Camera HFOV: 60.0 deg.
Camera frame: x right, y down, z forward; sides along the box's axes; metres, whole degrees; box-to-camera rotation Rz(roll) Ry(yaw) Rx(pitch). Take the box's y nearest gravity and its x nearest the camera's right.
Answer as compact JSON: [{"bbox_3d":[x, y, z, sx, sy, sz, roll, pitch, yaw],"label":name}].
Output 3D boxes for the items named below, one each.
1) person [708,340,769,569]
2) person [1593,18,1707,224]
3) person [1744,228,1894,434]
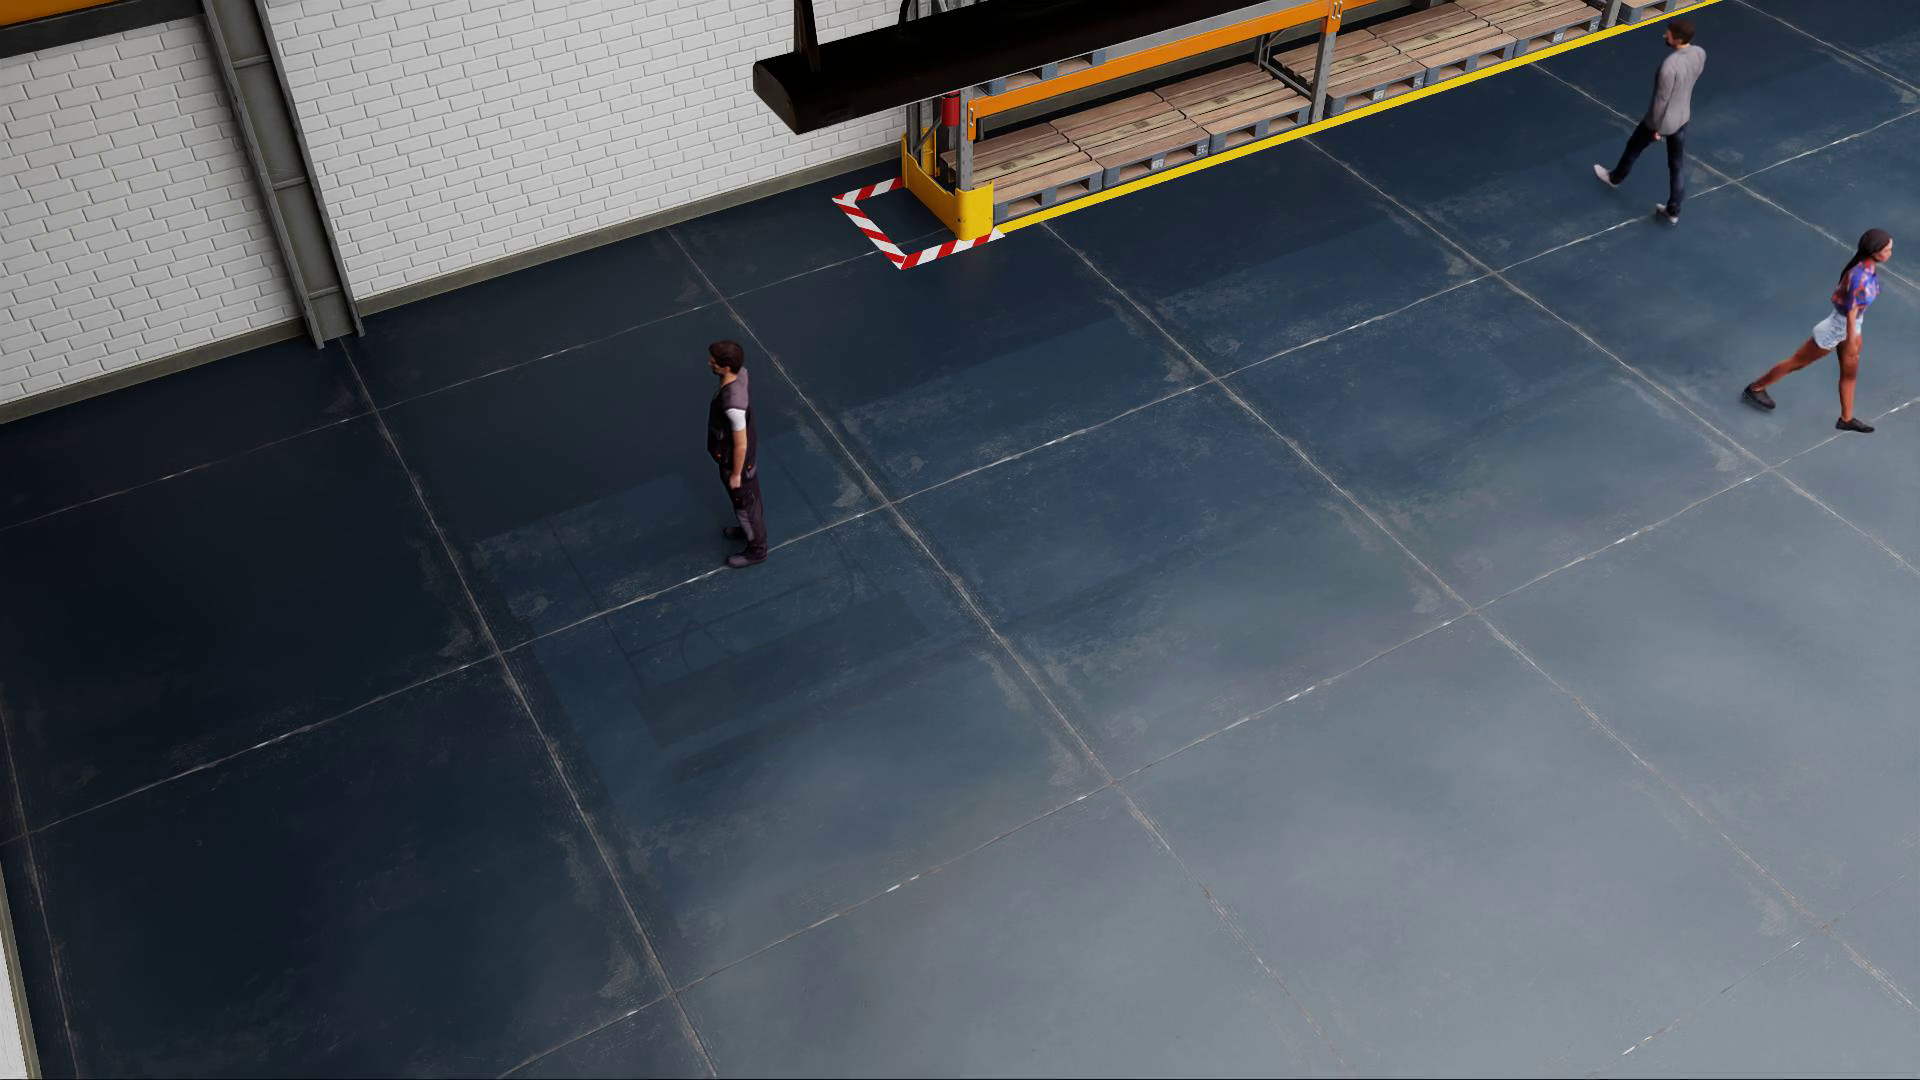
[{"bbox_3d":[-1.511,-0.606,11.370,0.701,1.849,0.724,-6,44,-6],"label":"person"},{"bbox_3d":[6.255,-3.631,14.576,1.183,1.807,0.865,-16,46,-16],"label":"person"},{"bbox_3d":[6.493,-1.581,12.509,0.908,1.690,1.193,32,52,29],"label":"person"}]
